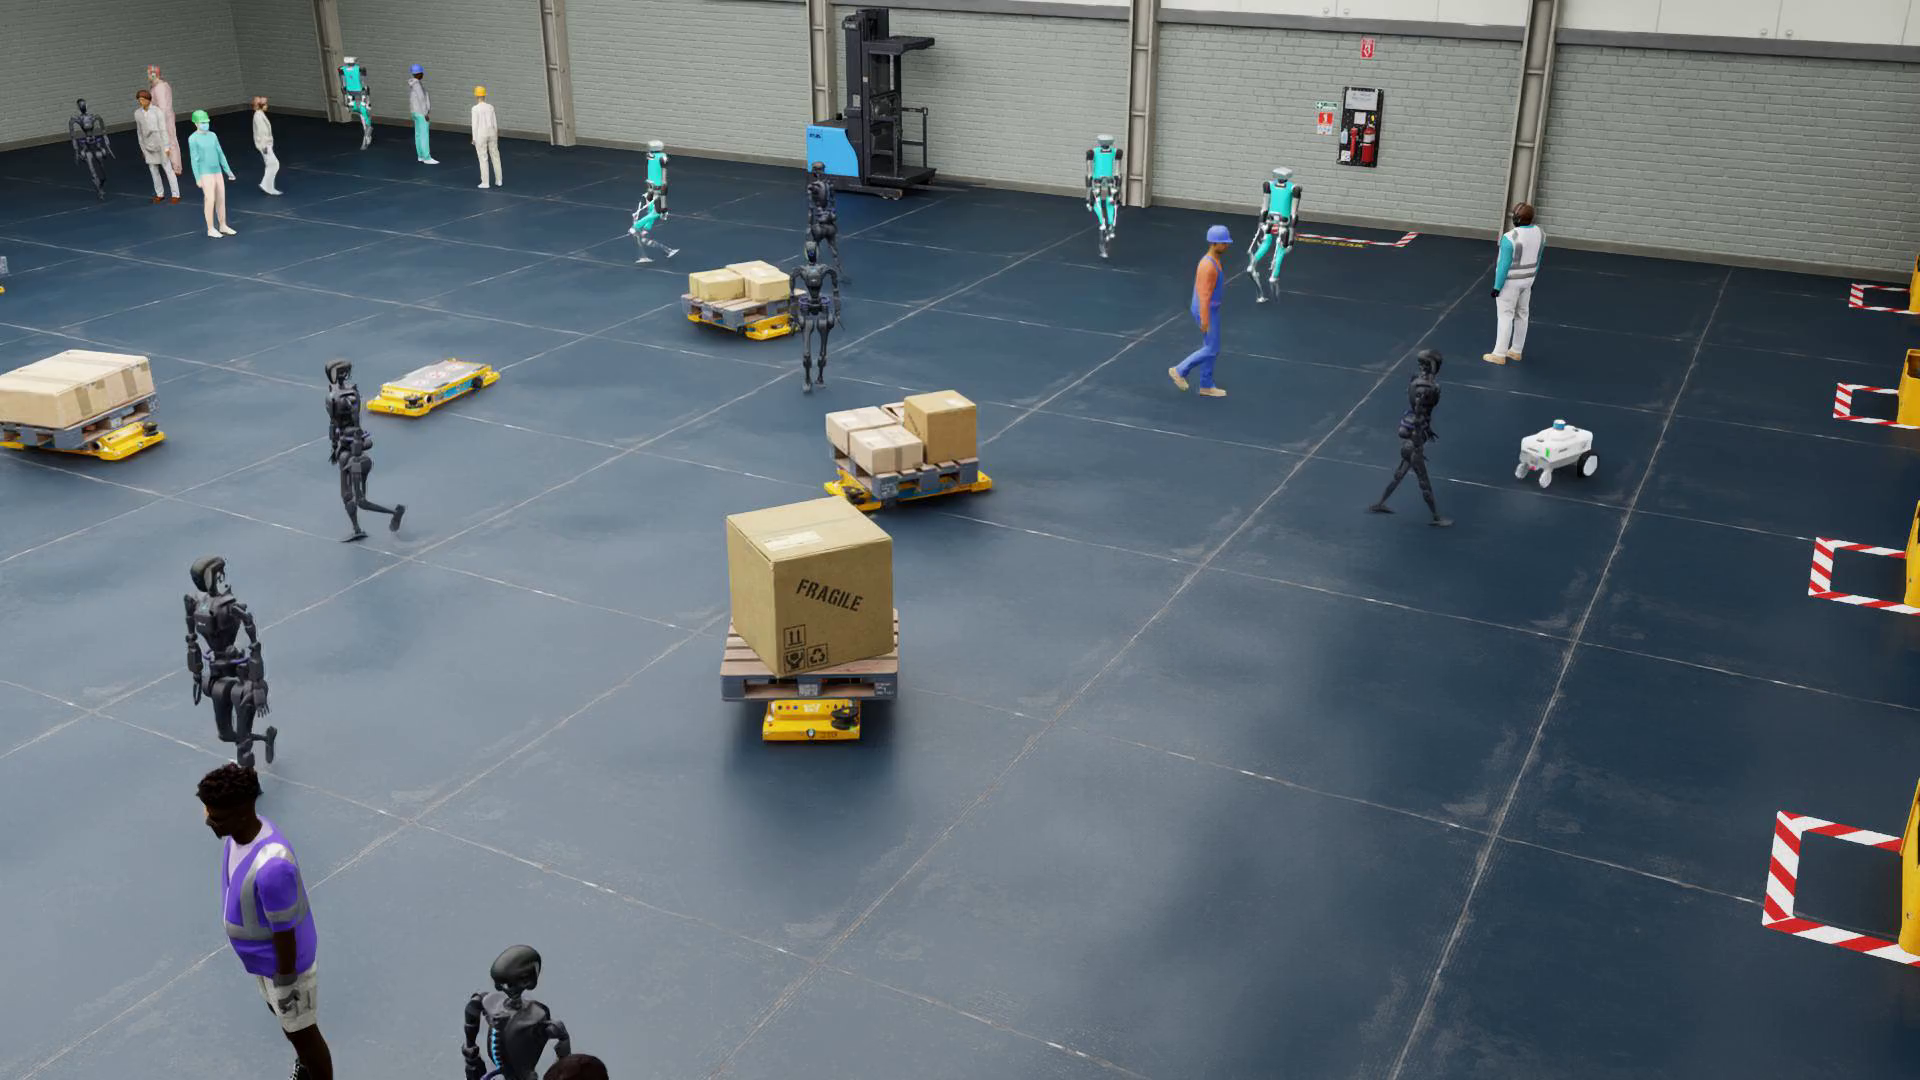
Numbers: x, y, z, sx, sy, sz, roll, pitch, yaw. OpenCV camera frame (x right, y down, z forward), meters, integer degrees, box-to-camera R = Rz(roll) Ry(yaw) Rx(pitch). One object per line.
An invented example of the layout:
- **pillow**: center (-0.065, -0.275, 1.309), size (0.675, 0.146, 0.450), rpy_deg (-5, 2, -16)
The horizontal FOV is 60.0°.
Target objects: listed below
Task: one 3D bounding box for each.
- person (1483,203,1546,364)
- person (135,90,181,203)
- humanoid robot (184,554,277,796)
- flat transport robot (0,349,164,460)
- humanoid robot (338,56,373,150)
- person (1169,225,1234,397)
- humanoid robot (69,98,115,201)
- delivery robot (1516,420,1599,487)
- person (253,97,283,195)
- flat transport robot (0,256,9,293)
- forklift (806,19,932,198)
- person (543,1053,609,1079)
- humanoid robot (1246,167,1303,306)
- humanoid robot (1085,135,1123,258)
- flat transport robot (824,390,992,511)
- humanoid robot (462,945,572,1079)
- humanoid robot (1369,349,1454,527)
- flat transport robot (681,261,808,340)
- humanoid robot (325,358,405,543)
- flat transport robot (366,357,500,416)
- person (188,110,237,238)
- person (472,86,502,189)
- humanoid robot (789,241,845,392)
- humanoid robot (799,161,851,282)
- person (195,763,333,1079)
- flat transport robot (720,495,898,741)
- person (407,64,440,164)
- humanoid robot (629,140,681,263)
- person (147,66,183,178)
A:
- **person**: center (6.319, -2.928, 18.989), size (0.621, 1.844, 0.429), rpy_deg (-13, 26, -27)
- **person**: center (-13.136, -6.412, 27.134), size (0.508, 1.823, 0.365), rpy_deg (1, 23, 2)
- **humanoid robot**: center (-4.528, 0.835, 10.455), size (0.588, 1.643, 0.583), rpy_deg (8, 24, 17)
- **flat transport robot**: center (-8.781, -1.045, 16.596), size (1.431, 0.231, 0.659), rpy_deg (7, 24, 15)
- **humanoid robot**: center (-11.494, -8.408, 31.946), size (0.530, 1.781, 1.020), rpy_deg (0, 23, 0)
- **person**: center (2.615, -2.440, 17.799), size (0.536, 1.893, 0.520), rpy_deg (7, 24, 16)
- **humanoid robot**: center (-14.360, -6.468, 27.500), size (0.608, 1.650, 0.729), rpy_deg (-17, 29, -34)
- **delivery robot**: center (5.658, -0.841, 15.770), size (0.808, 0.604, 0.499), rpy_deg (-15, 28, -31)
- **person**: center (-11.533, -6.549, 27.681), size (0.379, 1.619, 0.529), rpy_deg (-6, 24, -14)
- **flat transport robot**: center (-13.421, -3.370, 22.009), size (1.431, 0.231, 0.659), rpy_deg (12, 26, 26)
- **forklift**: center (-1.573, -7.292, 27.850), size (1.873, 2.768, 1.129), rpy_deg (12, 26, 25)
- **person**: center (-1.228, 2.622, 5.986), size (0.392, 1.908, 0.594), rpy_deg (-7, 24, -15)
- **humanoid robot**: center (3.924, -3.773, 21.138), size (0.533, 1.813, 0.780), rpy_deg (17, 28, 34)
- **humanoid robot**: center (2.061, -4.782, 23.426), size (0.546, 1.744, 0.963), rpy_deg (-5, 24, -12)
- **flat transport robot**: center (-0.504, -0.569, 15.487), size (1.431, 0.231, 0.659), rpy_deg (-11, 26, -24)
- **humanoid robot**: center (-1.830, 2.397, 6.885), size (0.615, 1.647, 0.786), rpy_deg (10, 25, 22)
- **humanoid robot**: center (4.032, -0.916, 14.571), size (0.778, 1.615, 0.641), rpy_deg (10, 25, 23)
- **flat transport robot**: center (-2.660, -2.743, 20.549), size (1.431, 0.231, 0.659), rpy_deg (20, 30, 39)
- **humanoid robot**: center (-5.149, -0.794, 14.239), size (0.536, 1.635, 0.584), rpy_deg (-20, 30, -38)
- **flat transport robot**: center (-5.701, -1.666, 18.042), size (0.659, 0.231, 1.431), rpy_deg (9, 25, 20)
- **person**: center (-11.206, -5.486, 24.914), size (0.416, 1.870, 0.531), rpy_deg (11, 25, 23)
- **person**: center (-8.073, -6.846, 28.290), size (0.313, 1.696, 0.484), rpy_deg (21, 31, 39)
- **humanoid robot**: center (-1.553, -2.432, 18.050), size (0.590, 1.647, 0.448), rpy_deg (-5, 24, -12)
- **humanoid robot**: center (-1.839, -4.269, 22.375), size (0.768, 1.627, 0.611), rpy_deg (14, 27, 30)
- **person**: center (-3.160, 1.883, 7.648), size (0.378, 1.958, 0.599), rpy_deg (-18, 29, -35)
- **flat transport robot**: center (-1.042, 0.998, 11.839), size (0.659, 0.231, 1.431), rpy_deg (-1, 23, -2)
- **person**: center (-9.835, -7.771, 30.345), size (0.357, 1.778, 0.533), rpy_deg (-15, 27, -31)
- **humanoid robot**: center (-4.335, -4.642, 23.096), size (0.983, 1.732, 0.539), rpy_deg (-16, 28, -33)
- **person**: center (-13.982, -7.343, 29.184), size (0.405, 1.910, 0.638), rpy_deg (-6, 24, -14)
